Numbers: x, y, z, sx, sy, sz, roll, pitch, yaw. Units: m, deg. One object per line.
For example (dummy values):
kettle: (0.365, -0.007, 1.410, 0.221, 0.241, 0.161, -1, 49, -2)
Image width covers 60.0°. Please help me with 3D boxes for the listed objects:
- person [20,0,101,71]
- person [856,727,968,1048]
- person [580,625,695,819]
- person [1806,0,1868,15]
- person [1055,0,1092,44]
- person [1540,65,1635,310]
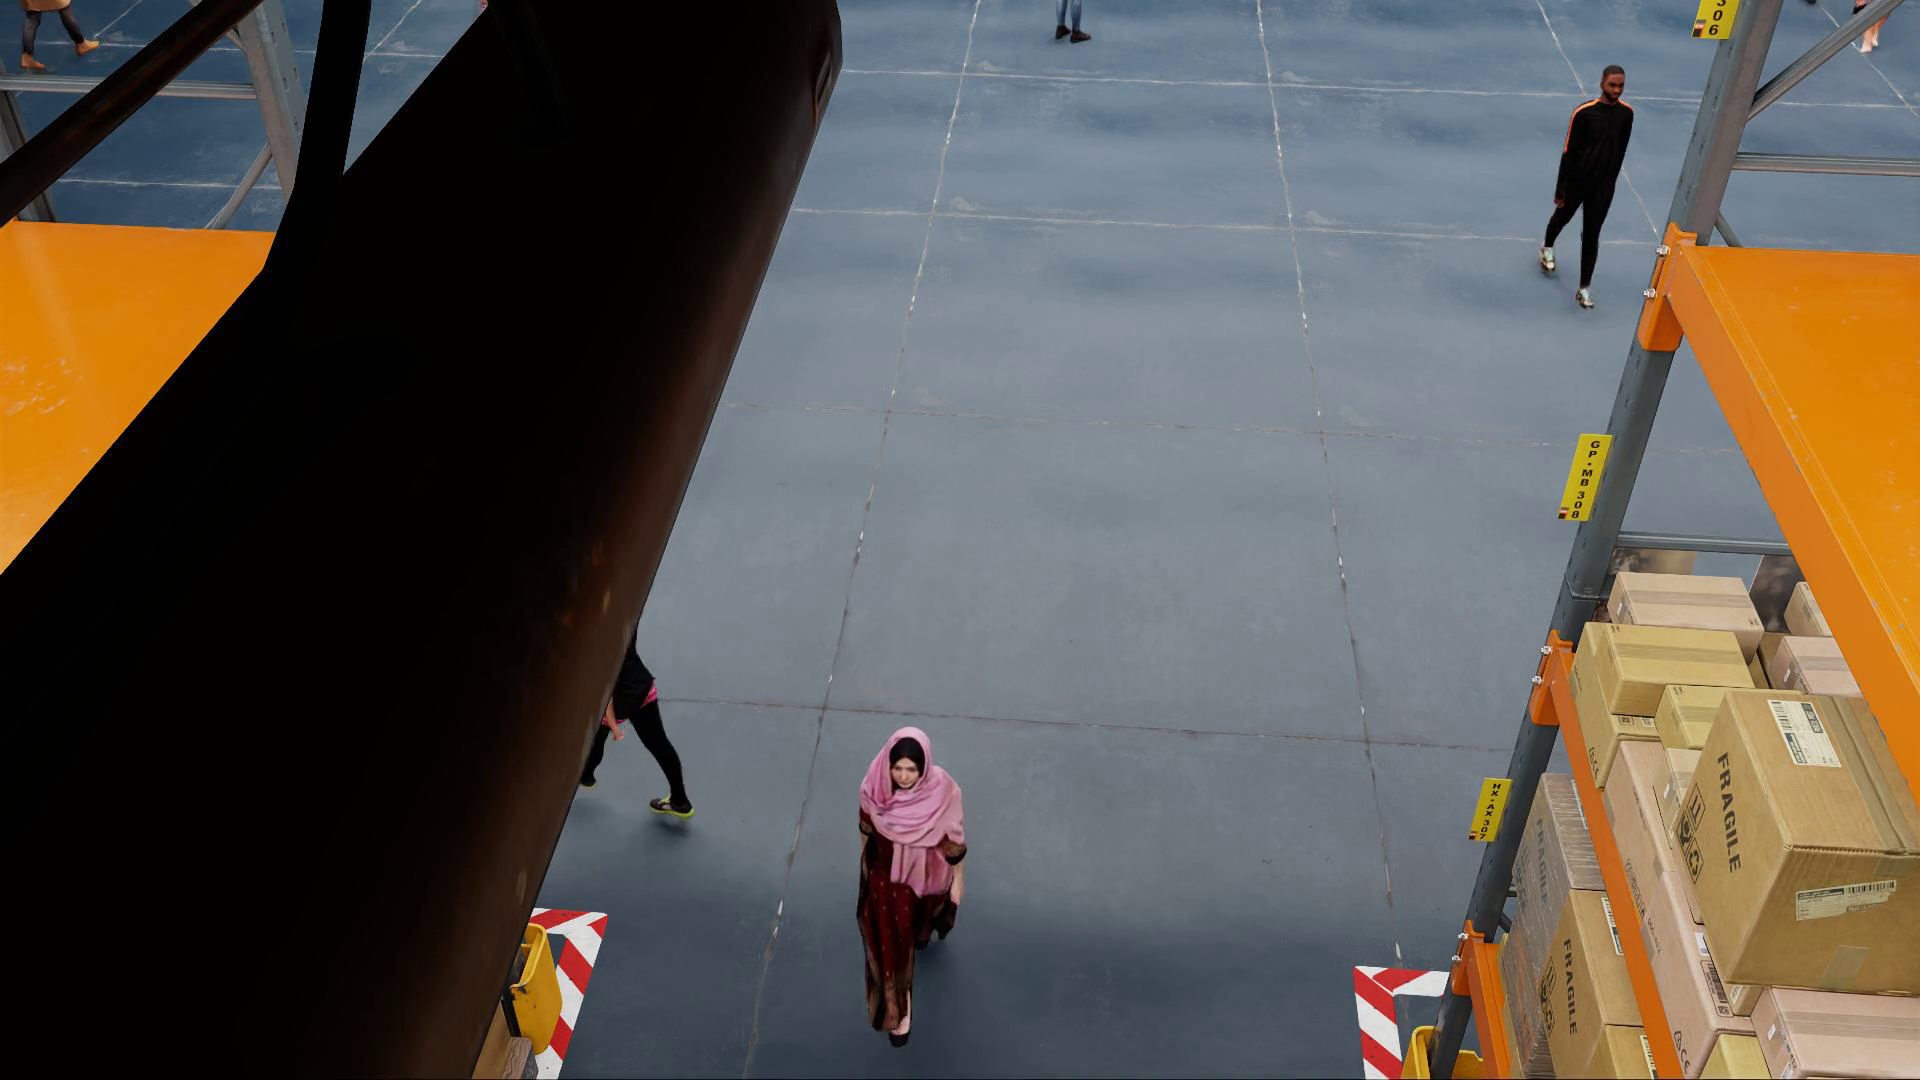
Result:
person: (-8.936, -5.340, 15.949, 0.845, 1.693, 1.206, 12, 40, 15)
person: (-0.207, 1.395, 7.414, 0.643, 1.603, 1.070, 3, 38, 4)
person: (-1.606, 0.806, 8.247, 0.906, 1.504, 1.031, 20, 42, 24)
person: (9.266, -6.332, 17.242, 1.133, 1.662, 1.269, -20, 42, -23)
person: (1.126, -5.813, 16.601, 0.743, 1.634, 0.783, 29, 47, 32)
person: (4.697, -2.731, 12.562, 0.672, 1.758, 1.200, 2, 38, 2)
